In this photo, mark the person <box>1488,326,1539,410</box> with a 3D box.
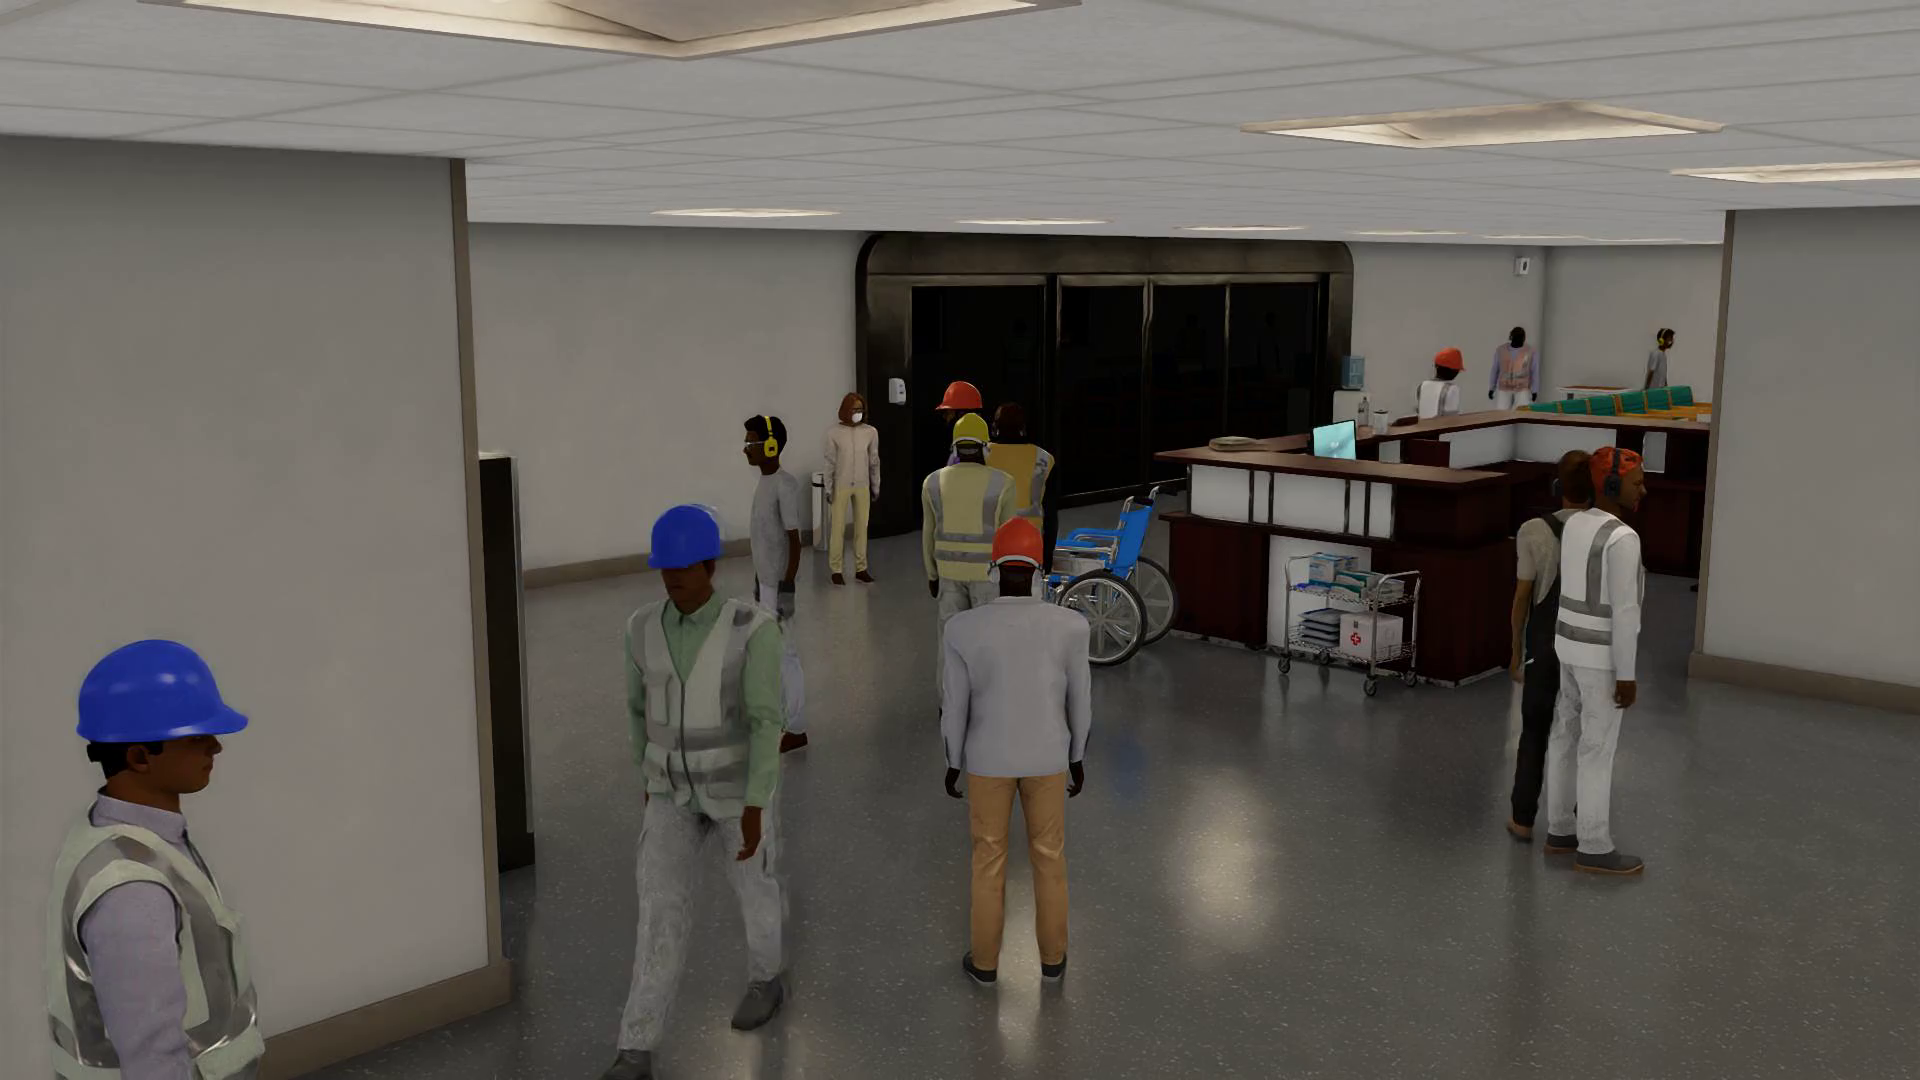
[{"bbox_3d":[8.056,-2.189,24.197,0.689,1.834,0.431,5,11,30],"label":"person"}]

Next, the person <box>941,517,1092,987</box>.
[{"bbox_3d":[0.206,0.785,6.171,0.564,1.751,0.330,-1,9,-7],"label":"person"}]

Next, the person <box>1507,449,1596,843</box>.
[{"bbox_3d":[2.799,0.505,7.640,0.511,1.836,0.356,2,10,14],"label":"person"}]

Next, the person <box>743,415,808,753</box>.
[{"bbox_3d":[-1.025,0.243,9.143,0.309,1.868,0.534,-4,10,-23],"label":"person"}]

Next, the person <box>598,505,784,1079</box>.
[{"bbox_3d":[-0.862,0.826,5.504,0.609,1.888,1.041,3,10,16],"label":"person"}]

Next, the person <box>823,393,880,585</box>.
[{"bbox_3d":[-0.910,-0.431,14.036,0.504,1.628,0.285,-4,10,-24],"label":"person"}]

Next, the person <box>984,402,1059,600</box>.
[{"bbox_3d":[0.306,0.053,10.447,0.617,1.836,0.433,0,9,-2],"label":"person"}]

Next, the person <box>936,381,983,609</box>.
[{"bbox_3d":[0.019,-0.054,10.750,0.355,1.939,0.544,1,9,6],"label":"person"}]

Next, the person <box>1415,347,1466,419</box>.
[{"bbox_3d":[4.580,-0.925,16.210,0.678,1.905,0.570,-6,11,-33],"label":"person"}]

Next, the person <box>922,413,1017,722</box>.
[{"bbox_3d":[0.072,0.175,9.711,0.593,1.826,0.404,3,10,19],"label":"person"}]

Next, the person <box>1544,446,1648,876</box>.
[{"bbox_3d":[2.824,0.526,7.369,0.360,1.882,0.575,-1,9,-7],"label":"person"}]

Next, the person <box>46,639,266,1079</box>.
[{"bbox_3d":[-1.575,1.153,3.317,0.392,1.946,0.616,-5,11,-28],"label":"person"}]
